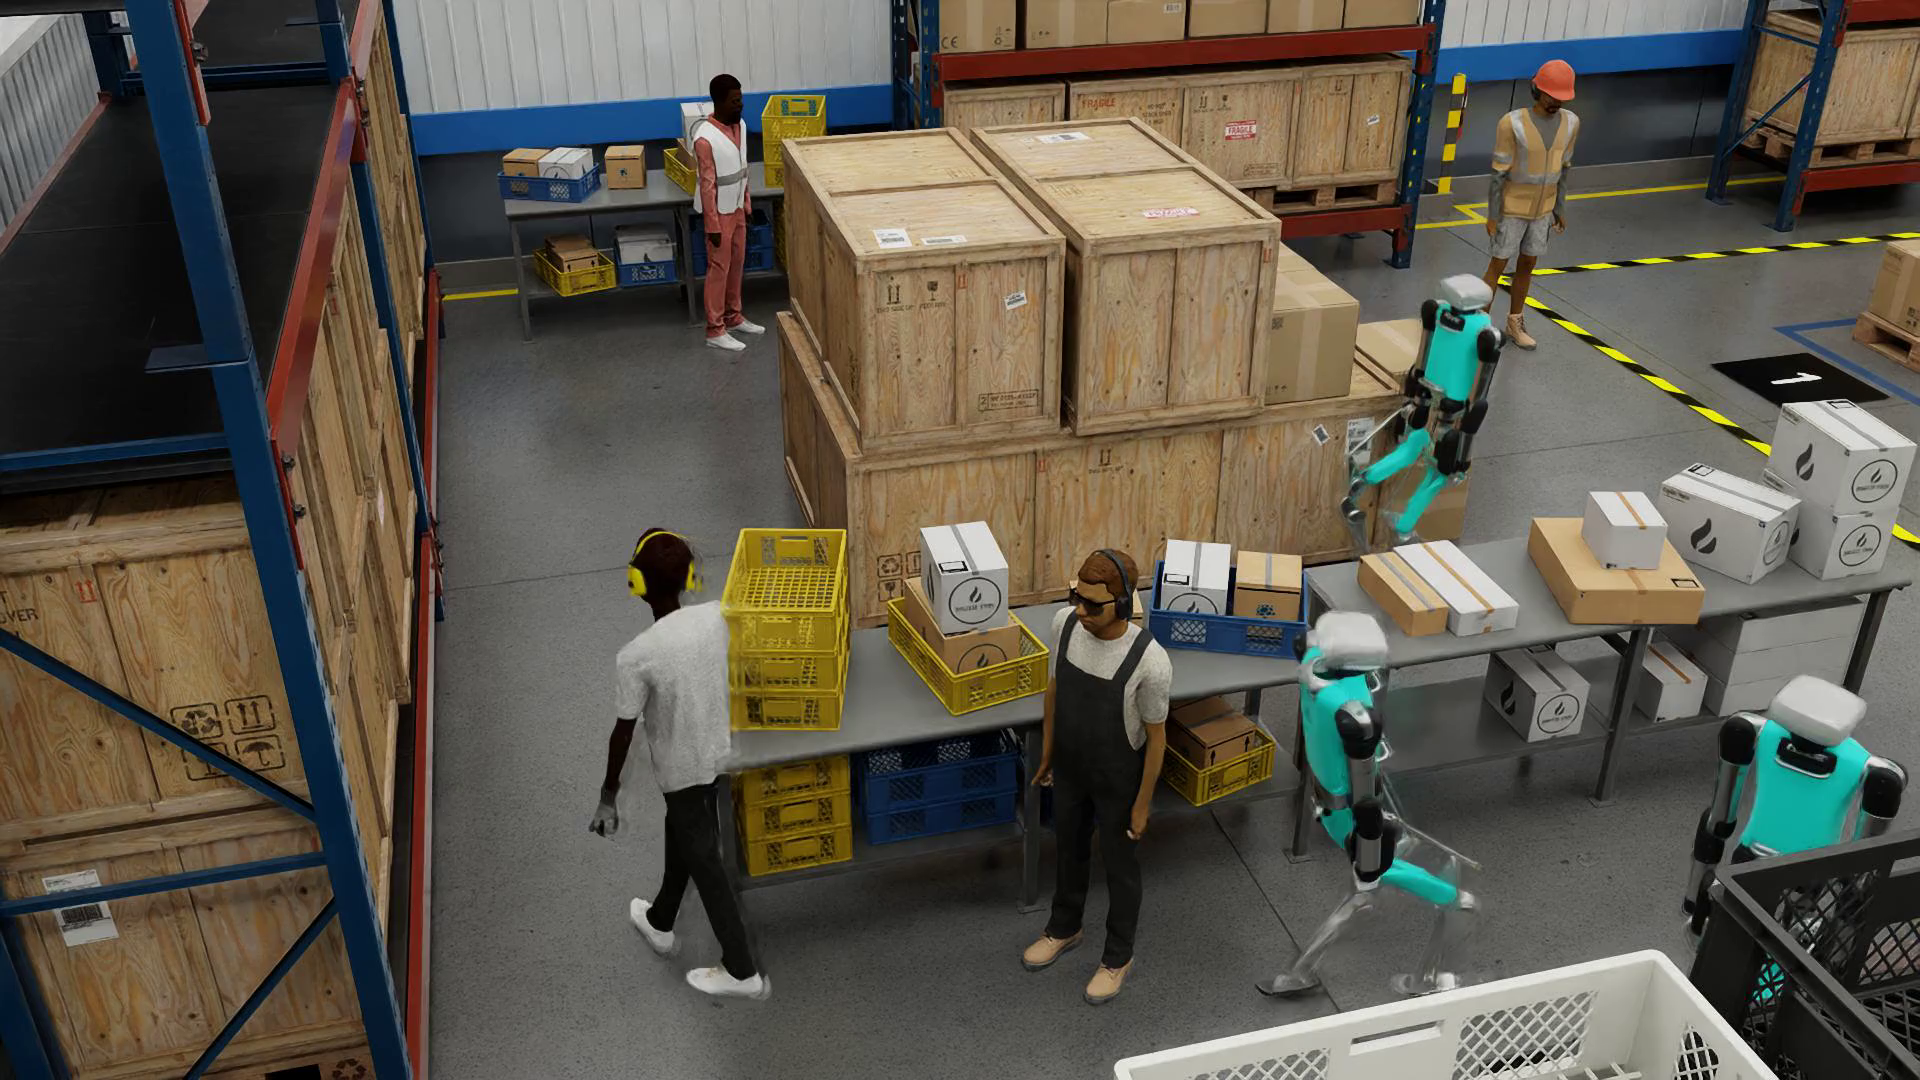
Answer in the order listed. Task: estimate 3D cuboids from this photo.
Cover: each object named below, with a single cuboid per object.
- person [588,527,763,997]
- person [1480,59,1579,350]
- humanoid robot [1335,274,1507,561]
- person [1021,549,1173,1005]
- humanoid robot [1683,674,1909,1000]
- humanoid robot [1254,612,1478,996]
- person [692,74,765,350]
[{"bbox_3d":[-1.051,0.824,6.013,0.817,1.819,0.647,18,34,29],"label":"person"},{"bbox_3d":[3.899,-2.269,11.406,0.604,2.036,0.388,-7,30,-13],"label":"person"},{"bbox_3d":[2.311,-0.479,8.449,0.990,1.732,0.547,-13,31,-22],"label":"humanoid robot"},{"bbox_3d":[0.487,0.846,5.948,0.505,1.846,0.346,22,36,35],"label":"person"},{"bbox_3d":[2.484,1.283,5.250,0.555,1.743,0.960,24,37,36],"label":"humanoid robot"},{"bbox_3d":[1.557,0.974,5.814,0.958,1.721,0.587,-5,29,-8],"label":"humanoid robot"},{"bbox_3d":[-1.636,-2.277,11.555,0.393,1.910,0.585,9,30,17],"label":"person"}]
